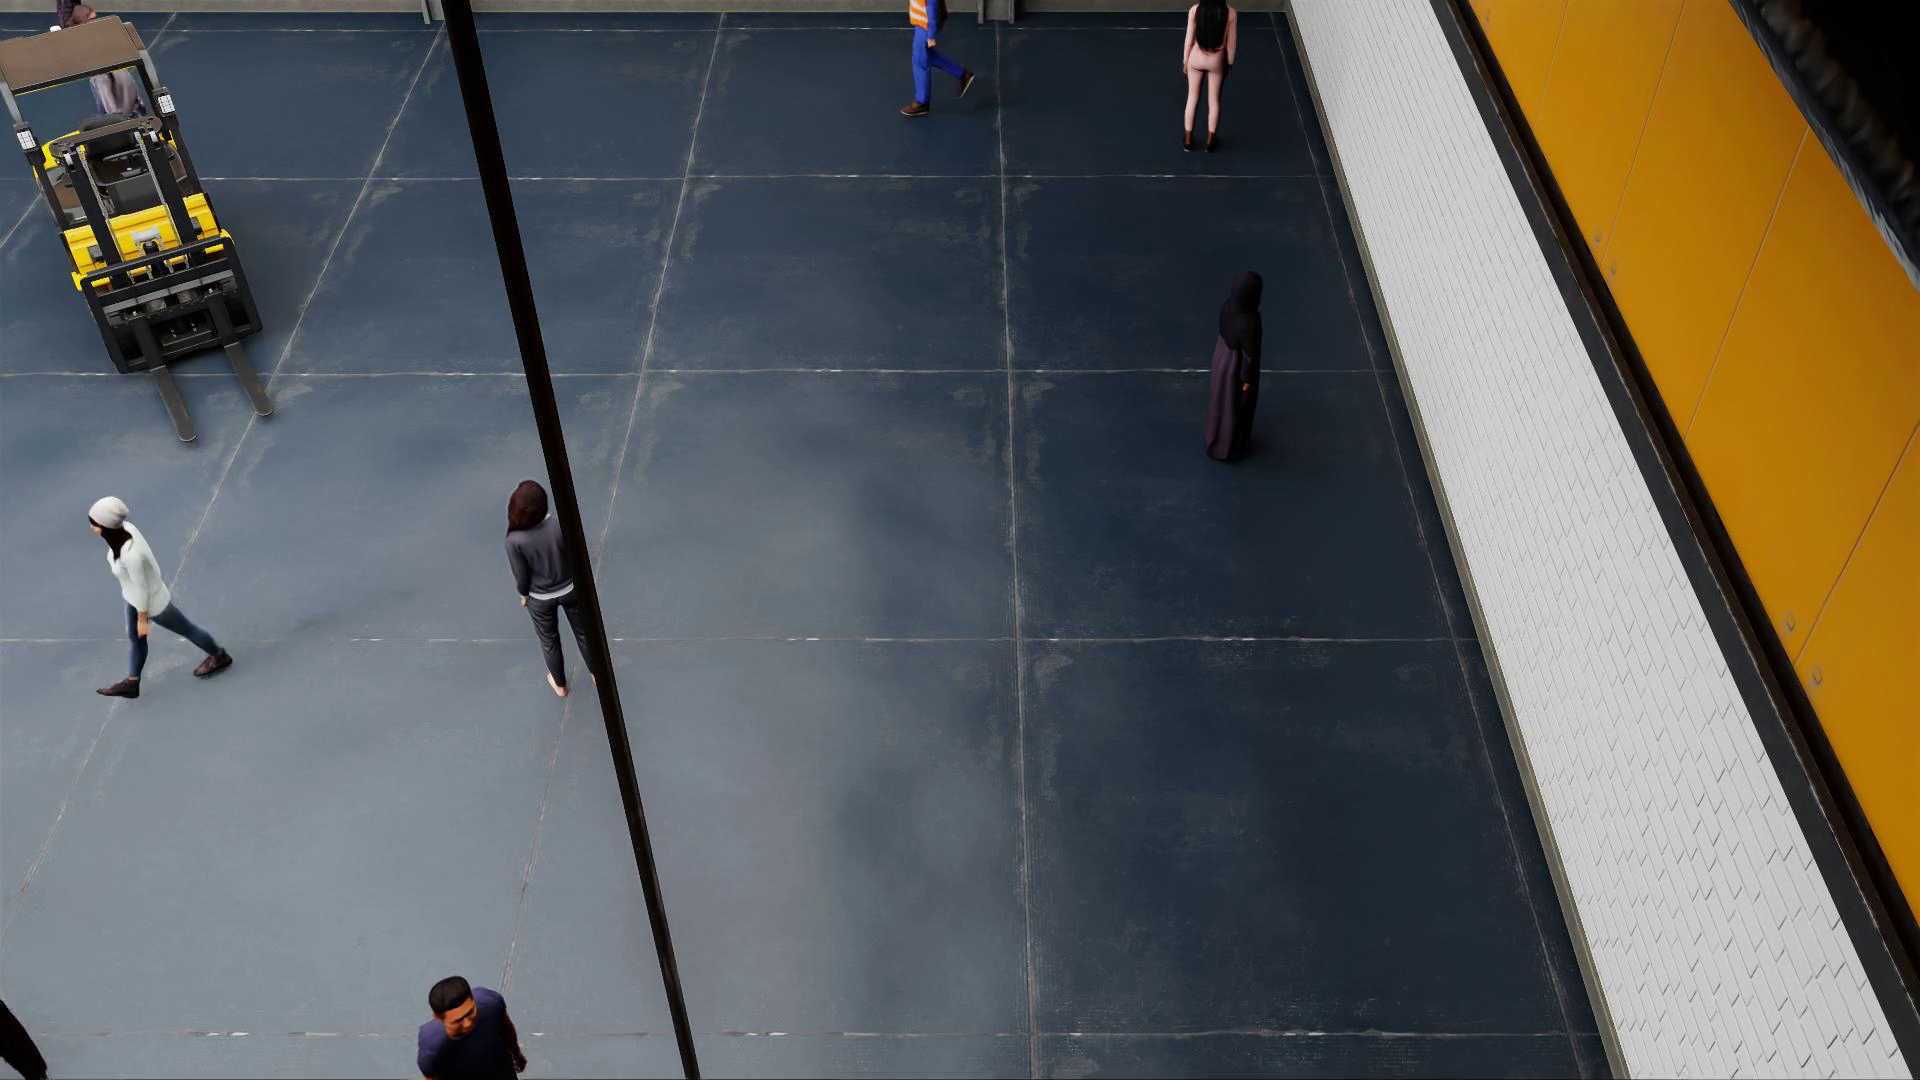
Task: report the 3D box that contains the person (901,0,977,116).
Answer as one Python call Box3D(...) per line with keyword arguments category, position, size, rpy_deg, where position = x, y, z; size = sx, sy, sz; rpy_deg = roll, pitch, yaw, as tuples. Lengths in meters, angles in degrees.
Box3D(category="person", position=(-0.219, -4.954, 16.016), size=(1.035, 1.843, 0.787), rpy_deg=(-7, 44, -7))

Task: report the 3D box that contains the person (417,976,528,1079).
Box3D(category="person", position=(-2.401, 2.583, 8.153), size=(1.013, 1.776, 0.934), rpy_deg=(30, 51, 28))

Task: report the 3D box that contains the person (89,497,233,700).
Box3D(category="person", position=(-5.095, 0.344, 10.626), size=(1.125, 1.608, 0.974), rpy_deg=(-26, 50, -25))

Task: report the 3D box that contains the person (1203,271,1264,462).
Box3D(category="person", position=(2.048, -1.321, 12.368), size=(0.701, 1.615, 0.676), rpy_deg=(-13, 45, -13))

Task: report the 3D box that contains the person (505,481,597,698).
Box3D(category="person", position=(-2.571, 0.308, 10.547), size=(0.612, 1.768, 0.746), rpy_deg=(-18, 47, -18))

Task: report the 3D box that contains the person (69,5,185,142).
Box3D(category="person", position=(-8.001, -4.207, 15.468), size=(1.064, 1.517, 0.704), rpy_deg=(-10, 45, -10))

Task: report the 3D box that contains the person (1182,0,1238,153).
Box3D(category="person", position=(2.316, -4.457, 15.583), size=(0.516, 1.720, 0.718), rpy_deg=(7, 44, 7))
